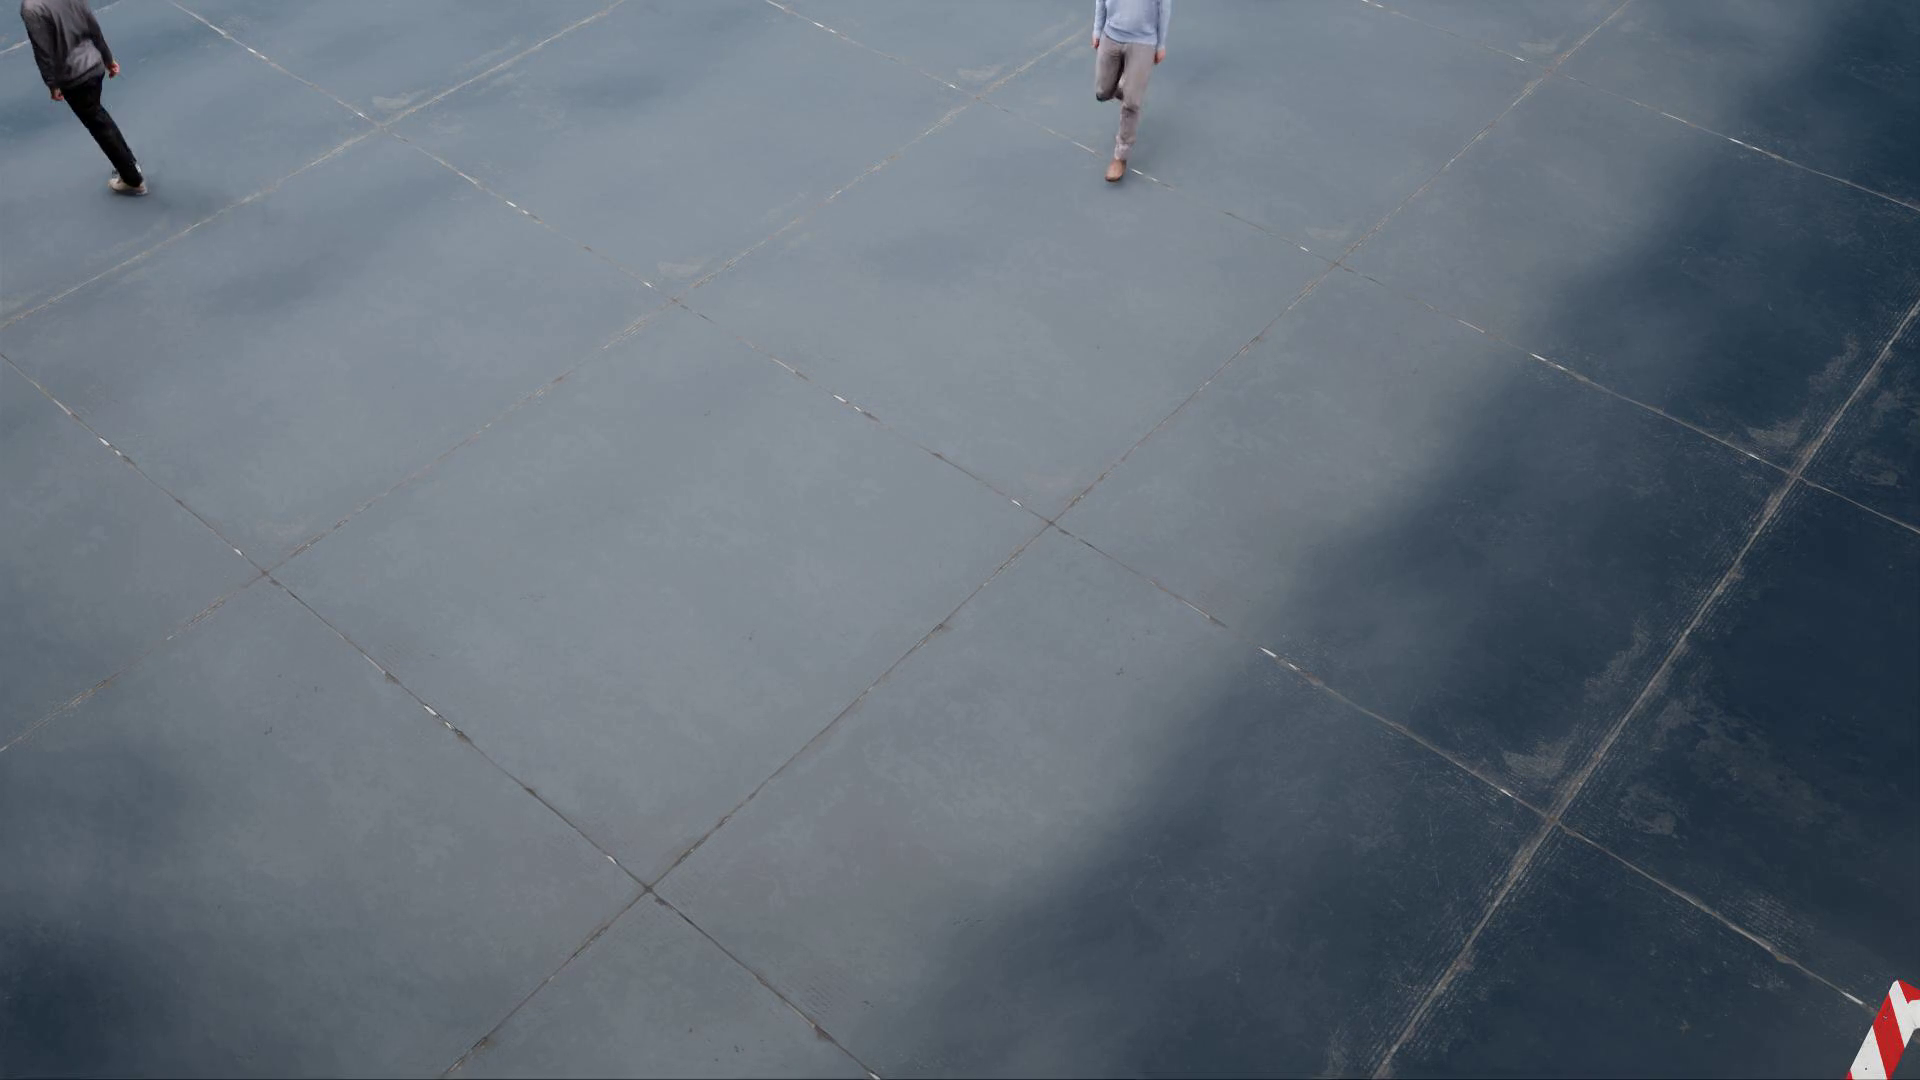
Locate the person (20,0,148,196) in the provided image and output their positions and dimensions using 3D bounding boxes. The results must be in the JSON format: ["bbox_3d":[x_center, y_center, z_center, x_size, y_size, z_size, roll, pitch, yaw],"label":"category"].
[{"bbox_3d":[-5.556,-2.973,10.623,0.759,1.749,0.744,12,48,11],"label":"person"}]

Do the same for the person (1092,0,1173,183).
[{"bbox_3d":[1.129,-3.297,10.836,1.037,1.876,0.917,16,49,15],"label":"person"}]
